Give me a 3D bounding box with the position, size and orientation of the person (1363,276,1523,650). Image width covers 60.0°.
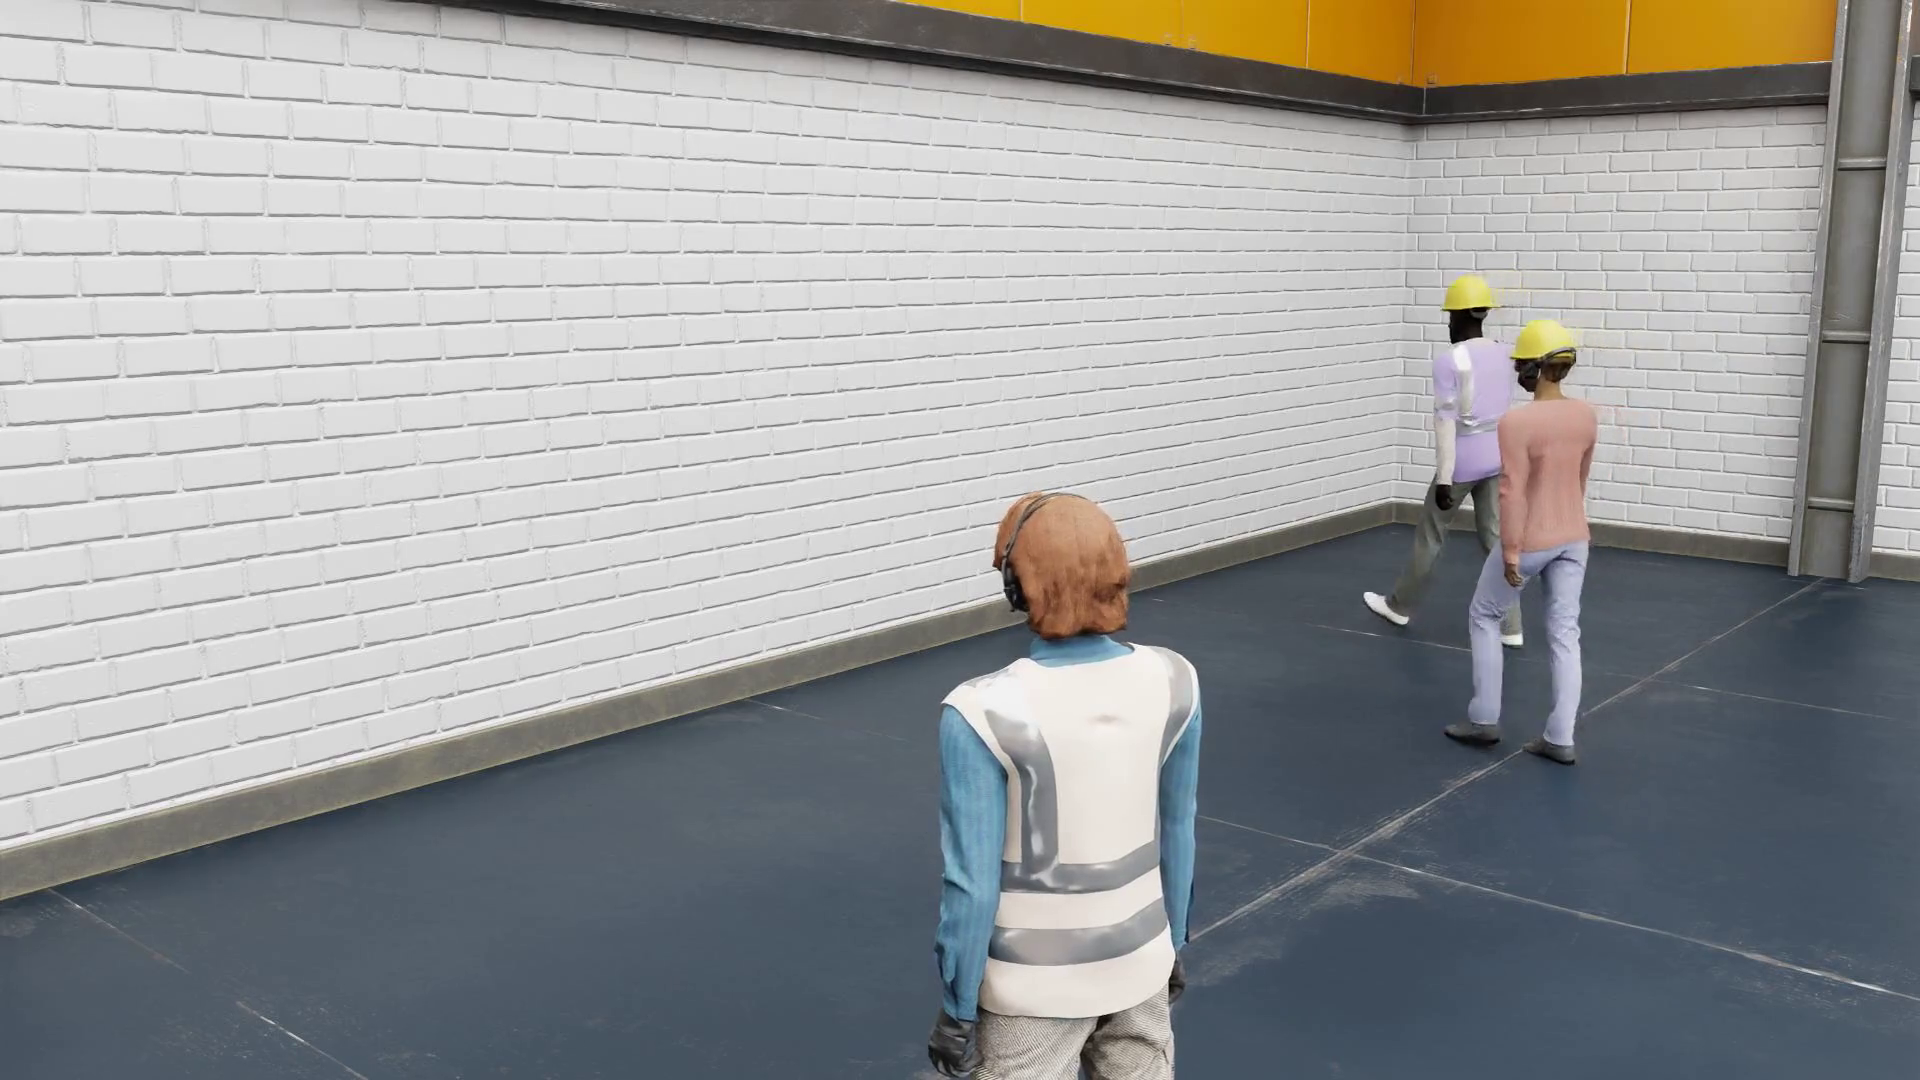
[{"bbox_3d":[2.572,-0.411,8.600,0.604,1.873,0.958,-5,11,-28],"label":"person"}]

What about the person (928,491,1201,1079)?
[{"bbox_3d":[0.179,0.735,2.746,0.522,1.636,0.310,-7,12,-33],"label":"person"}]

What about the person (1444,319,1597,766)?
[{"bbox_3d":[2.257,0.000,6.636,0.533,1.745,0.676,-4,11,-22],"label":"person"}]
